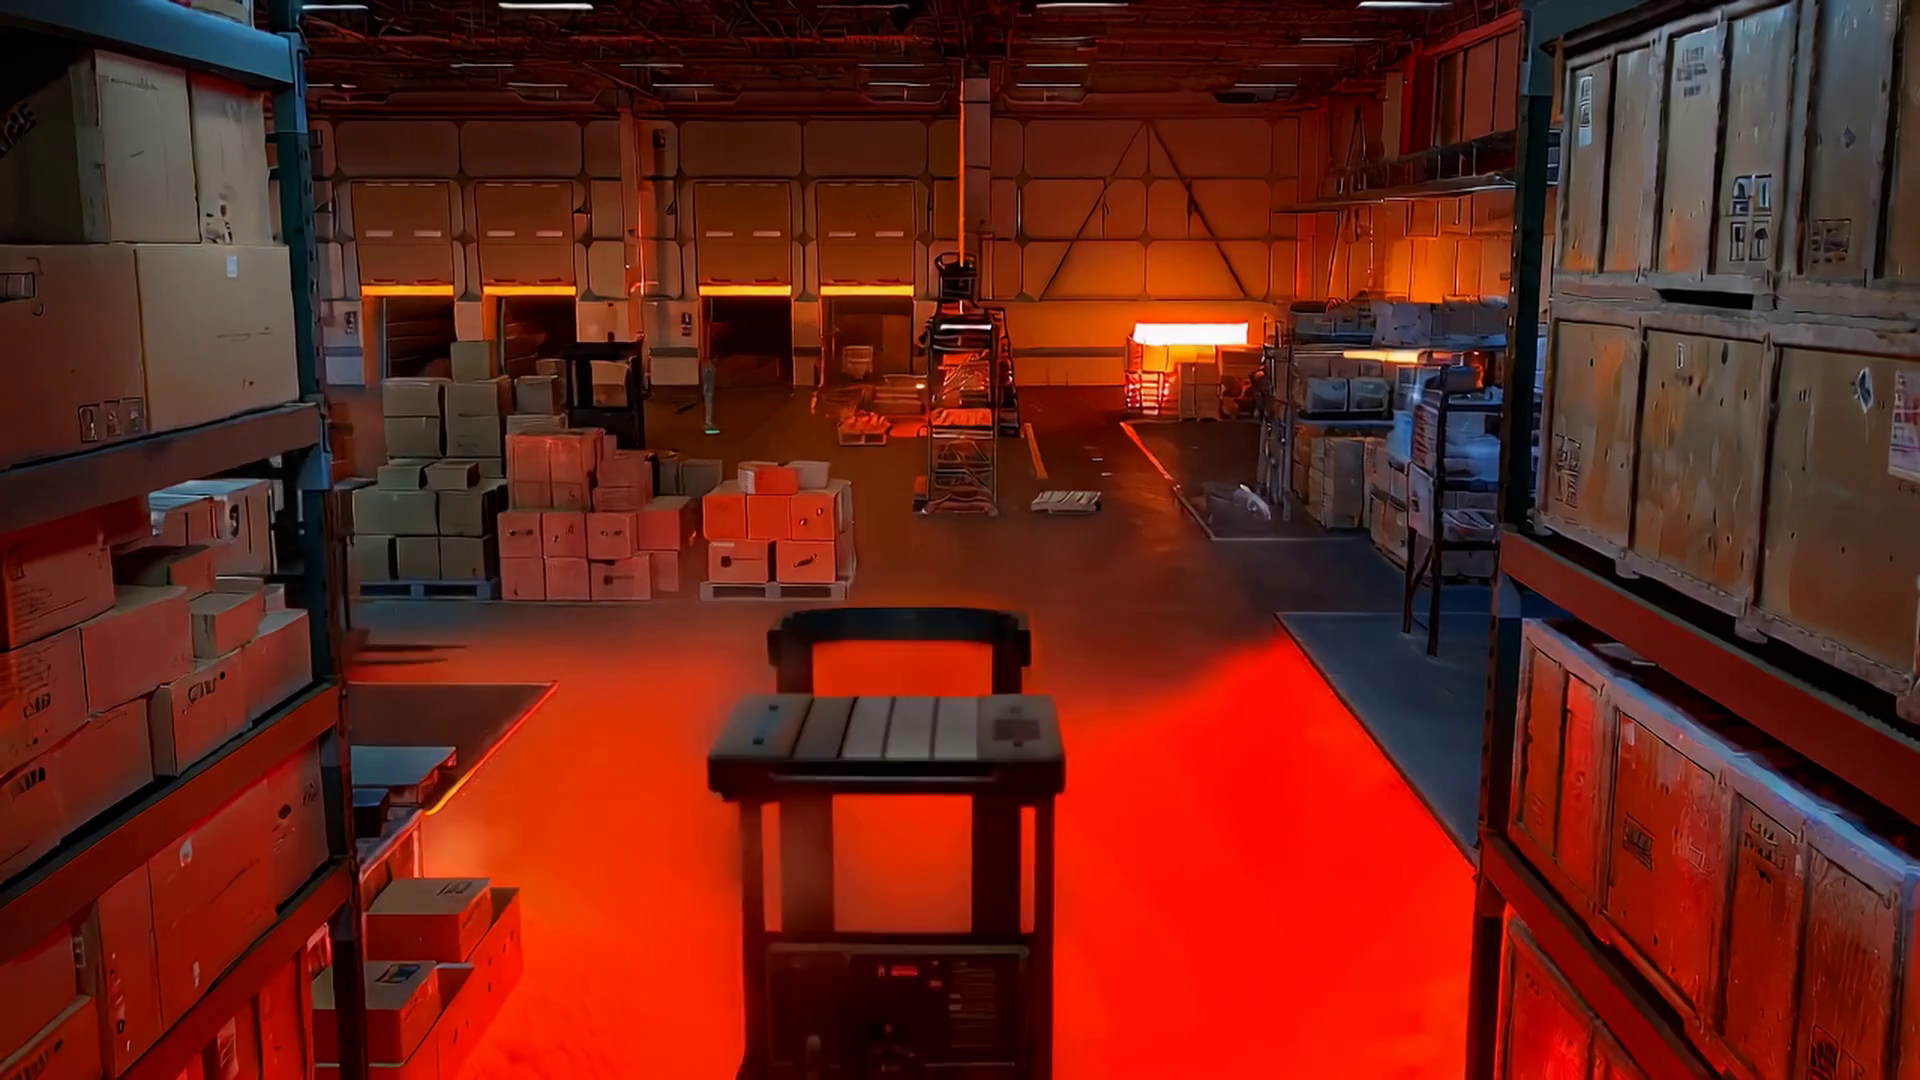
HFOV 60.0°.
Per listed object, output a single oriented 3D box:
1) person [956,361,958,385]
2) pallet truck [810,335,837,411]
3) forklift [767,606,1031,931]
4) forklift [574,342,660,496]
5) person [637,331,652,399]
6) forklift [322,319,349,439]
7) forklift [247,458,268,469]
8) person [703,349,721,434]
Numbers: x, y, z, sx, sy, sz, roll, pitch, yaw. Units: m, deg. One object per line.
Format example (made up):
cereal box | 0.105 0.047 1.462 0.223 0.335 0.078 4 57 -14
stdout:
person | 0.145 -3.994 41.624 0.574 1.883 0.355 8 13 38
pallet truck | -3.021 -4.312 43.126 1.885 1.965 0.823 3 10 17
forklift | -0.212 1.645 6.214 1.129 2.768 1.873 0 10 1
forklift | -5.084 -1.487 24.283 1.129 2.768 1.873 0 10 1
person | -8.949 -4.943 46.974 0.543 1.929 0.387 8 12 37
forklift | -13.003 -2.989 32.947 1.129 2.768 1.873 0 10 1
forklift | -7.174 -0.138 16.499 1.873 2.768 1.129 0 10 1
person | -5.690 -3.398 38.024 0.372 1.940 0.630 -3 10 -15
